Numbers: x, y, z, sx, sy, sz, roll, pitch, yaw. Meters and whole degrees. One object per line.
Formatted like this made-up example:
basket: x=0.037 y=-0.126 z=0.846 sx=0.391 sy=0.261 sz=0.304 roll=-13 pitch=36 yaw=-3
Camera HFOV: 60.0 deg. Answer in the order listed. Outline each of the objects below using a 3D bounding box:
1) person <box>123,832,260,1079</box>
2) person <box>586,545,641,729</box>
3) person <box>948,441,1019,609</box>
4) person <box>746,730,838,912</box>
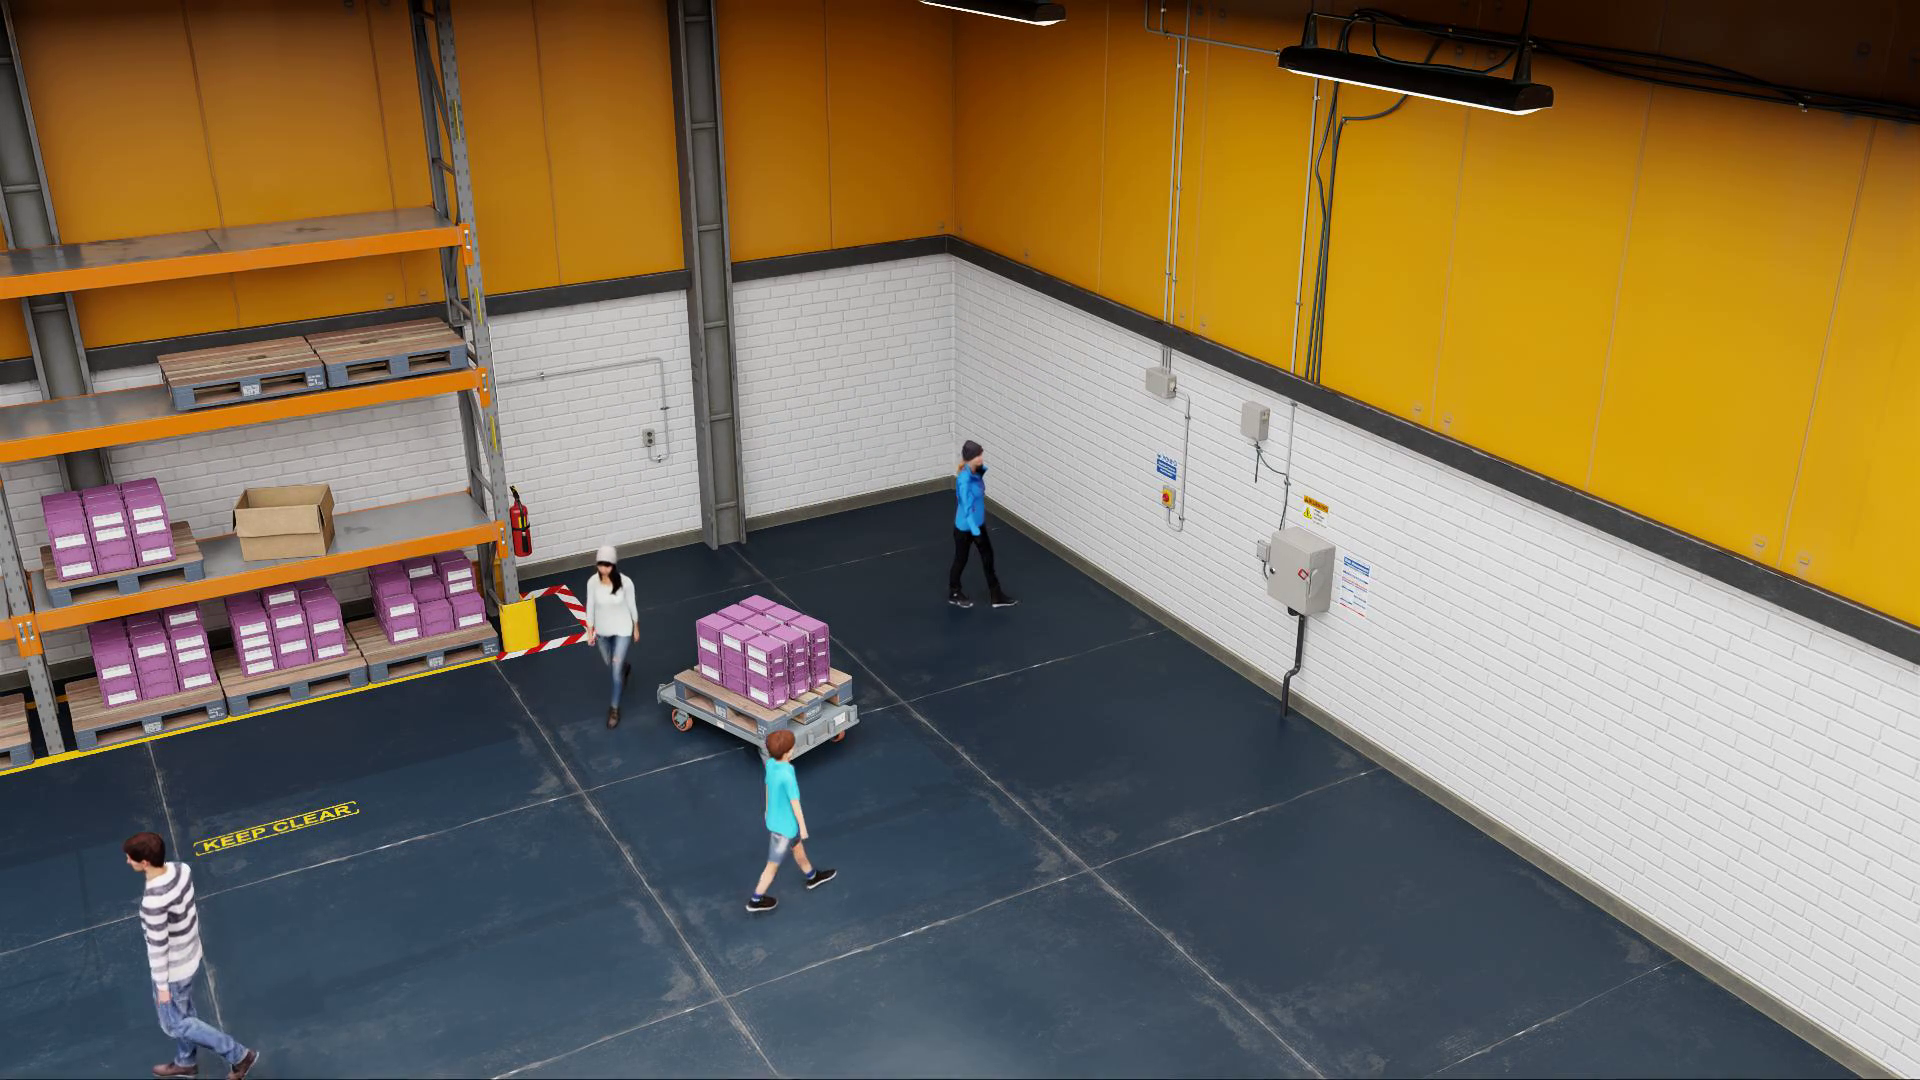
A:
person: x=-4.713 y=2.589 z=10.181 sx=1.081 sy=1.832 sz=0.927 roll=-1 pitch=24 yaw=-3
person: x=-3.022 y=0.767 z=14.606 sx=1.059 sy=1.626 sz=1.011 roll=1 pitch=24 yaw=3
person: x=0.022 y=-0.129 z=16.470 sx=0.984 sy=1.775 sz=1.002 roll=12 pitch=26 yaw=25
person: x=-1.331 y=2.038 z=11.963 sx=0.959 sy=1.415 sz=0.533 roll=-13 pitch=27 yaw=-27
